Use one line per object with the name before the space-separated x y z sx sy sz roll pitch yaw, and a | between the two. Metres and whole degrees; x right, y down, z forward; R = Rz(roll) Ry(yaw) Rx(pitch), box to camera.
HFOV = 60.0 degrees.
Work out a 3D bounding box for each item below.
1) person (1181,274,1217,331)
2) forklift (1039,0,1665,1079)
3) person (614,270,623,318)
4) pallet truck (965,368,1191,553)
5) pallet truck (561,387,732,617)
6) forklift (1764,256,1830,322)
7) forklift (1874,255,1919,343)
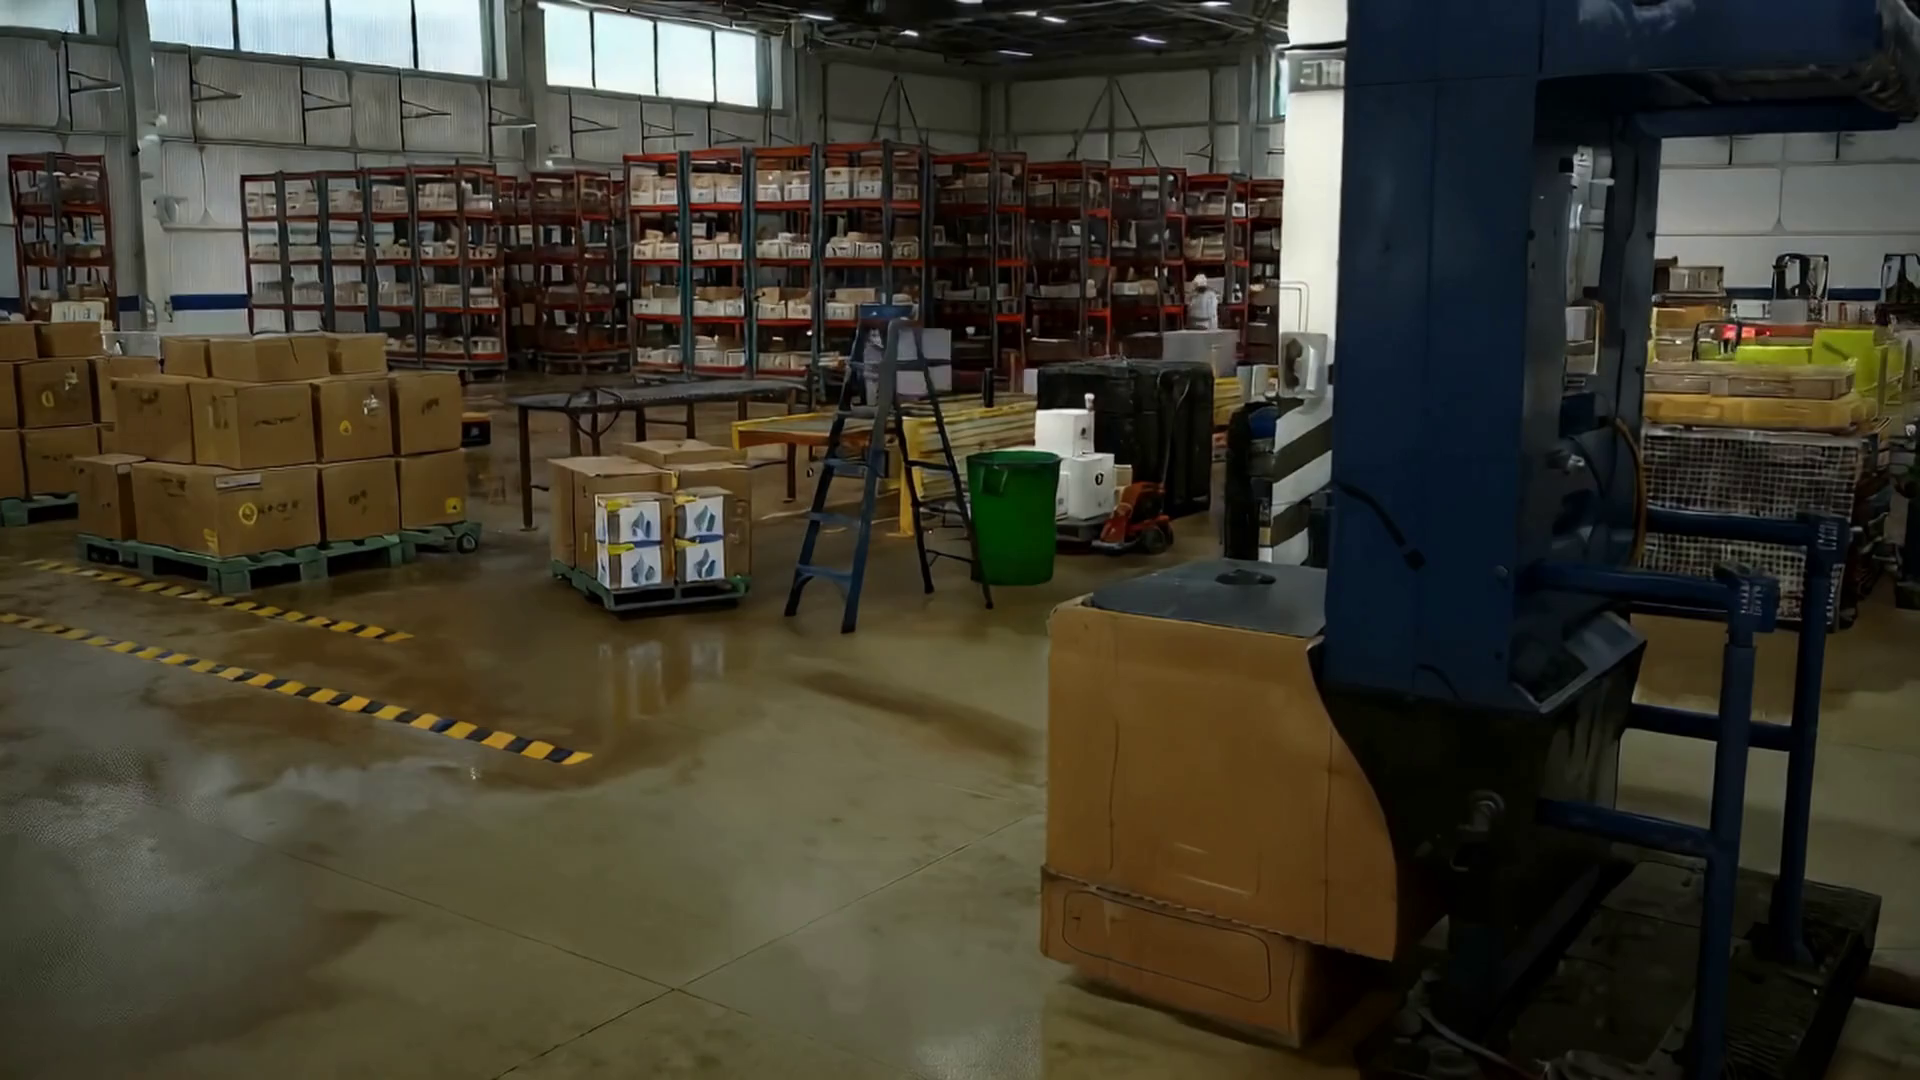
person | 3.999 -3.597 28.208 0.908 1.783 0.614 -9 13 -44
forklift | 1.249 -0.137 4.360 1.873 2.768 1.129 7 12 35
person | -8.226 -5.695 40.708 0.582 1.804 0.669 3 10 17
pallet truck | 0.845 -0.609 11.869 1.630 1.274 0.653 7 12 35
pallet truck | -1.981 -0.274 10.088 0.680 1.201 1.601 -5 11 -28
forklift | 20.253 -5.854 40.139 1.157 1.987 2.680 7 12 35
forklift | 22.089 -5.634 38.796 1.157 1.987 2.680 6 11 33
